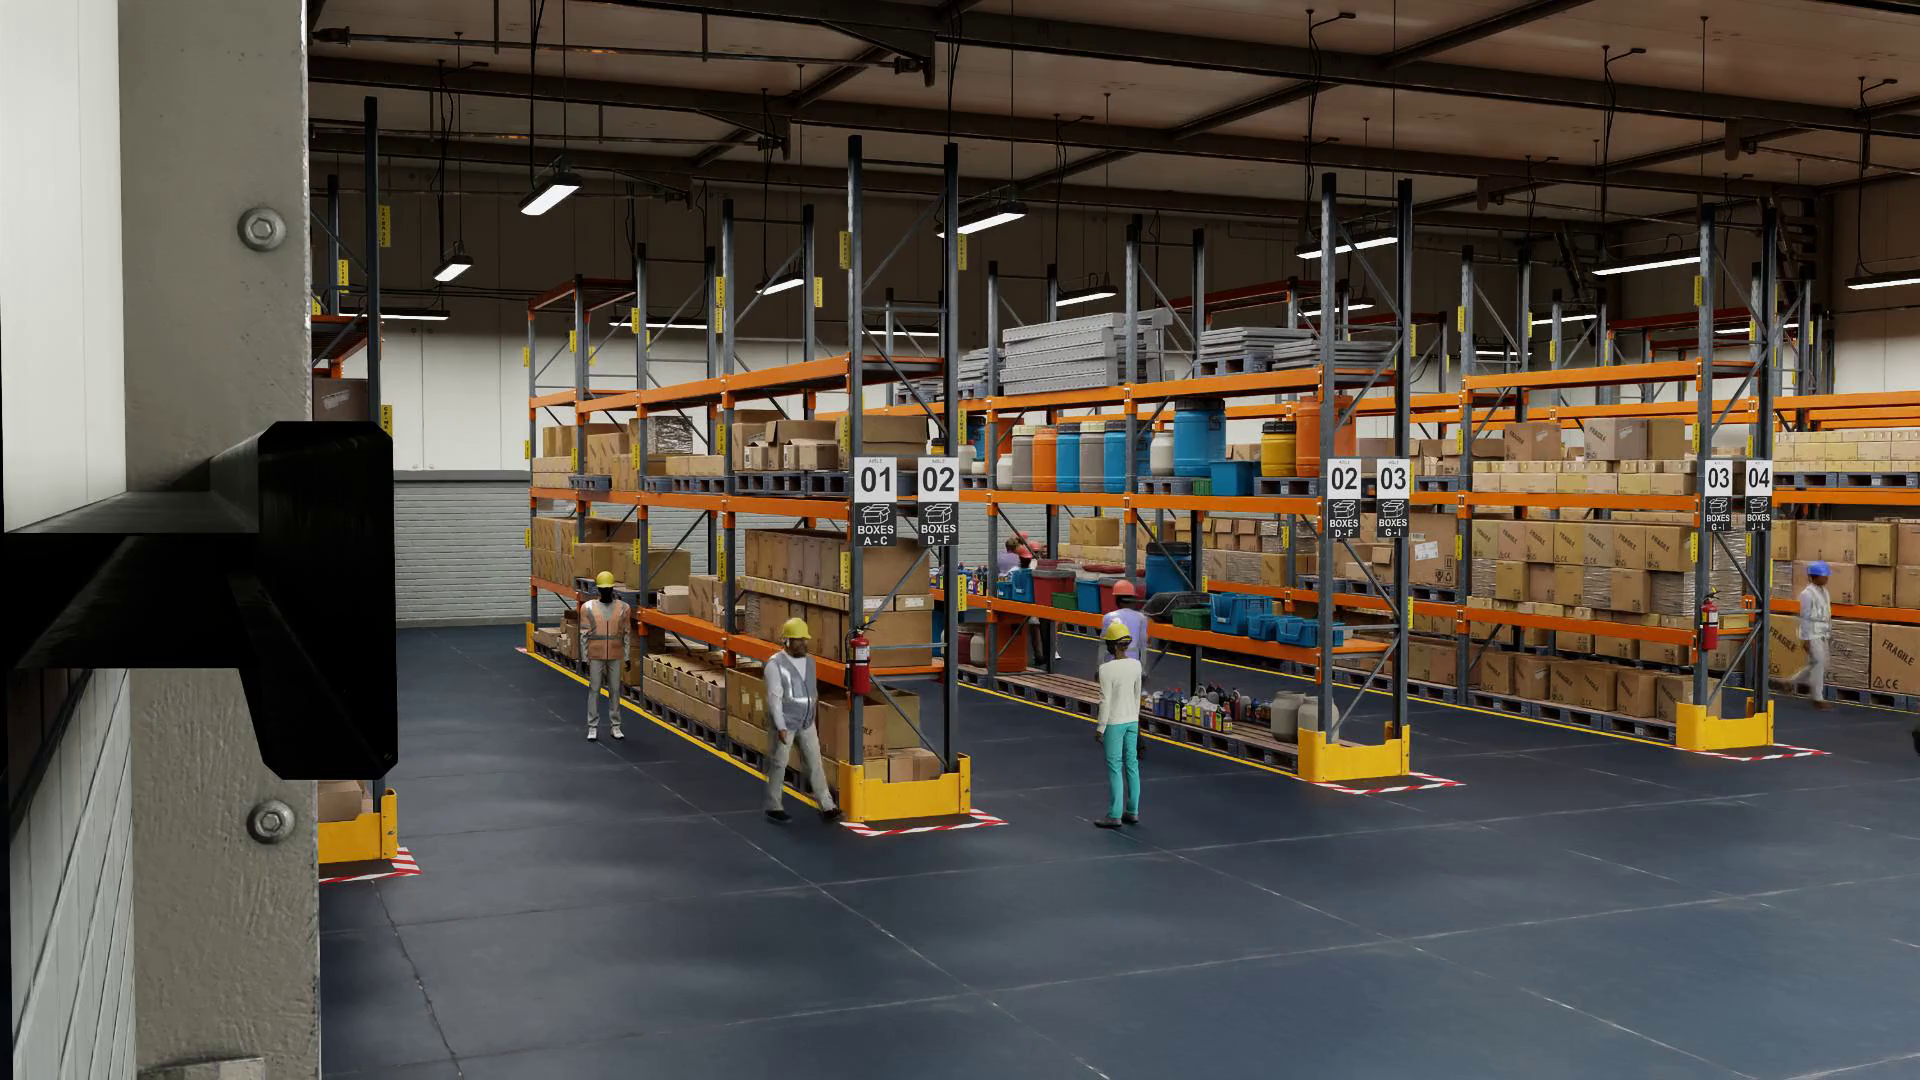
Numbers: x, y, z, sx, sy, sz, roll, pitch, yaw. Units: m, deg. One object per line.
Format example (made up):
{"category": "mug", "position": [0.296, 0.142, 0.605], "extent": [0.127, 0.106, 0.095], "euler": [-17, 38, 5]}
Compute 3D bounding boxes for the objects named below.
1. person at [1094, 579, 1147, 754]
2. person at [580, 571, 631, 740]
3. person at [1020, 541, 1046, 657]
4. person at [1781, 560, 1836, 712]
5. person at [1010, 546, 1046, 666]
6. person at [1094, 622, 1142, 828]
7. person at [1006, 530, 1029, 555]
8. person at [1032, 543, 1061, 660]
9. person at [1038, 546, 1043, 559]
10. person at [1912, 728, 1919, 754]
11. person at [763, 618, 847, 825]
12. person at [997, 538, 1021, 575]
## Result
{"category": "person", "position": [1.810, 1.376, 19.532], "extent": [0.540, 1.903, 0.964], "euler": [-1, 3, -31]}
{"category": "person", "position": [-4.061, 1.321, 20.550], "extent": [0.585, 1.927, 0.366], "euler": [-1, 2, -21]}
{"category": "person", "position": [1.192, 0.997, 28.926], "extent": [0.628, 1.938, 0.867], "euler": [-1, 3, -30]}
{"category": "person", "position": [10.951, 1.219, 23.078], "extent": [0.617, 1.933, 0.644], "euler": [-2, 3, -43]}
{"category": "person", "position": [1.051, 1.047, 28.115], "extent": [0.581, 1.891, 0.955], "euler": [-1, 2, -22]}
{"category": "person", "position": [1.368, 1.593, 15.523], "extent": [0.309, 1.769, 0.525], "euler": [2, 3, 44]}
{"category": "person", "position": [1.143, 0.748, 35.817], "extent": [0.564, 1.911, 0.761], "euler": [1, 2, 24]}
{"category": "person", "position": [1.429, 1.002, 29.203], "extent": [0.639, 1.904, 0.402], "euler": [0, 2, -9]}
{"category": "person", "position": [1.668, 0.908, 35.648], "extent": [0.578, 1.574, 0.801], "euler": [1, 2, 23]}
{"category": "person", "position": [10.361, 1.406, 18.621], "extent": [0.544, 1.913, 0.748], "euler": [-1, 3, -32]}
{"category": "person", "position": [-1.371, 1.579, 15.453], "extent": [0.598, 1.794, 0.859], "euler": [-2, 3, -44]}
{"category": "person", "position": [0.866, 0.929, 30.679], "extent": [0.629, 1.937, 0.379], "euler": [2, 3, 38]}
